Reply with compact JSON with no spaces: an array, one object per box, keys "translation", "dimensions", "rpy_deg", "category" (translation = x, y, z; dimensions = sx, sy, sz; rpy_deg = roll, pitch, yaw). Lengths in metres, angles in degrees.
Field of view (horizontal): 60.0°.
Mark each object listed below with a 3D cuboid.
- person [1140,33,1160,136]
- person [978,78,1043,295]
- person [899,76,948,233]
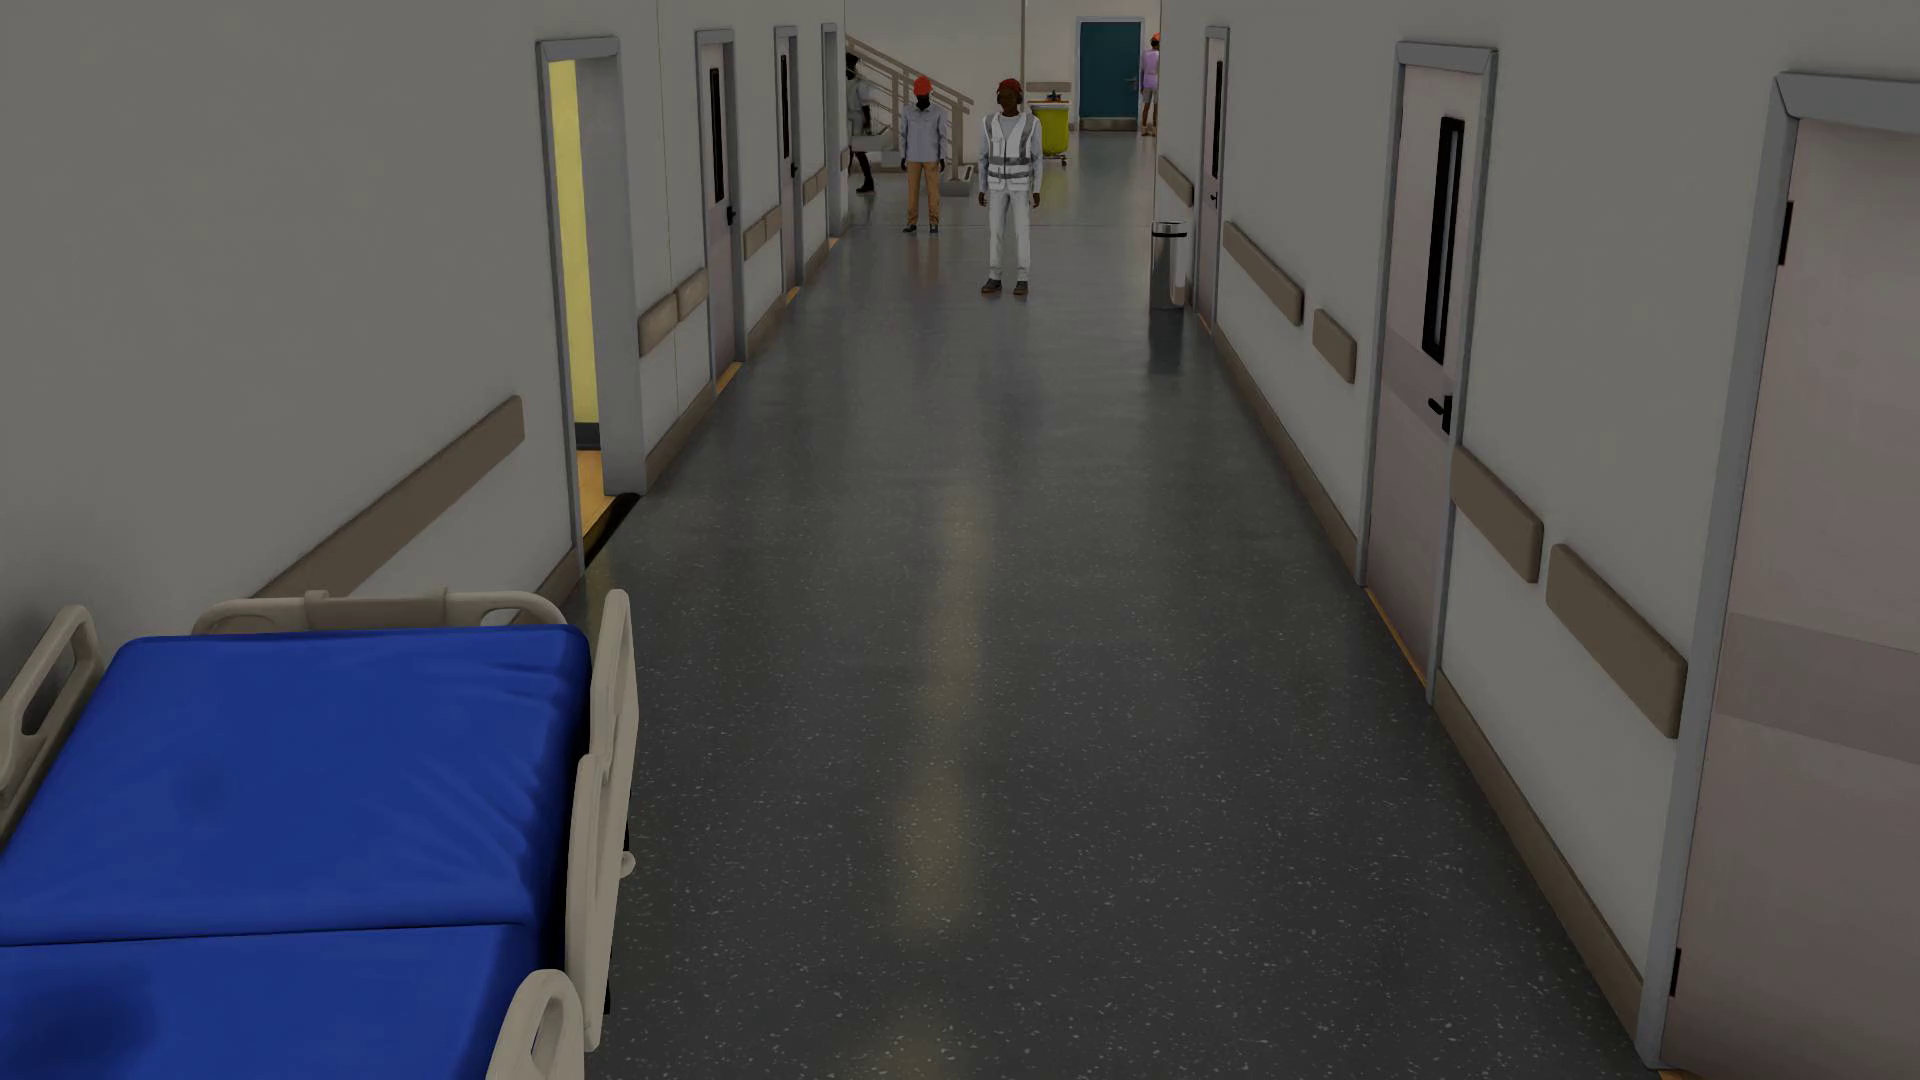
[{"translation":[3.917,-9.179,33.562],"dimensions":[0.625,2.028,0.409],"rpy_deg":[12,21,32],"category":"person"},{"translation":[0.439,-3.132,14.788],"dimensions":[0.587,1.883,0.341],"rpy_deg":[6,19,19],"category":"person"},{"translation":[-0.425,-4.365,18.890],"dimensions":[0.559,1.745,0.333],"rpy_deg":[4,18,11],"category":"person"}]
